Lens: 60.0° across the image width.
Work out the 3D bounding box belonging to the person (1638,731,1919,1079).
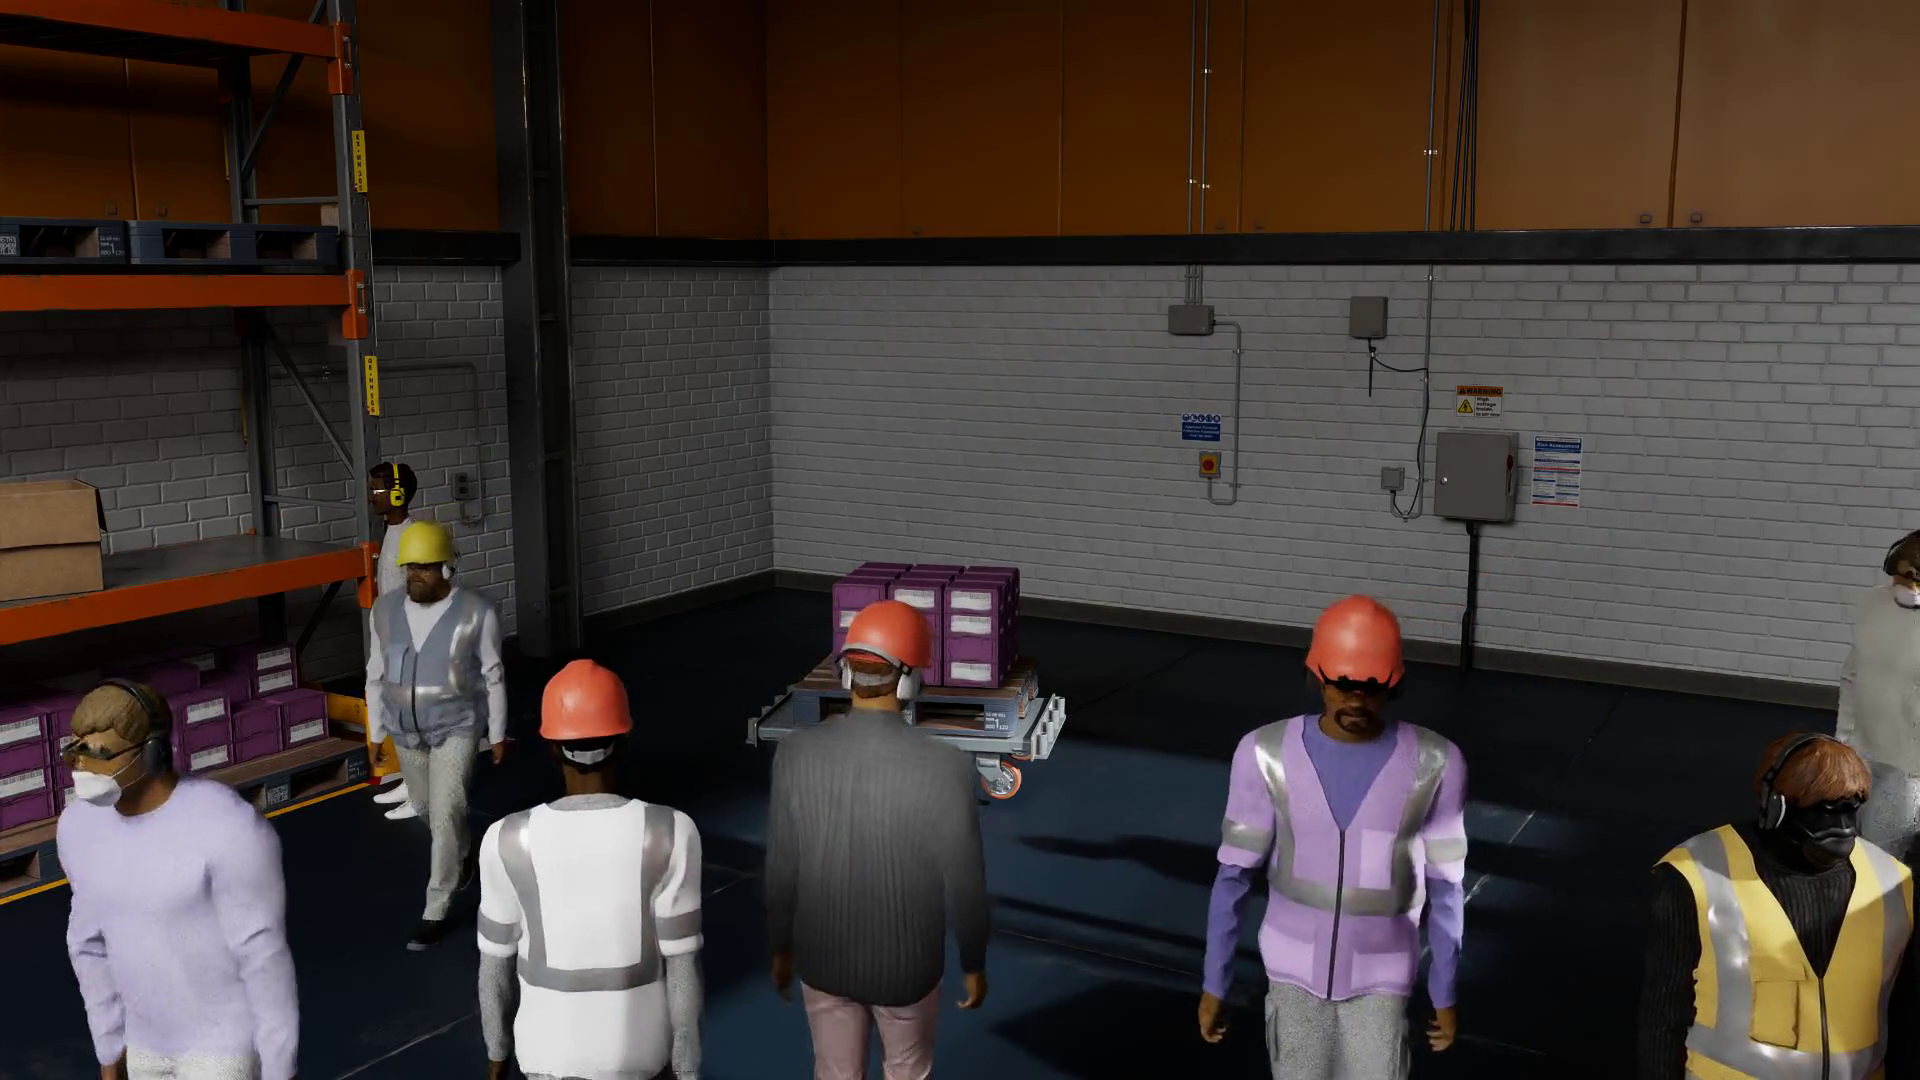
[{"bbox_3d":[1.864,1.326,3.802,0.626,1.836,0.428,0,9,1],"label":"person"}]

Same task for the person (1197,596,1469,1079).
[{"bbox_3d":[0.961,1.142,4.340,0.660,2.020,0.561,3,10,18],"label":"person"}]

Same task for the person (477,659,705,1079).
[{"bbox_3d":[-0.924,1.235,4.197,0.561,1.877,1.045,-1,9,-9],"label":"person"}]

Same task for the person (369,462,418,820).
[{"bbox_3d":[-2.927,0.519,8.717,0.329,1.872,0.508,-5,10,-27],"label":"person"}]

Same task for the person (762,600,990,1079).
[{"bbox_3d":[-0.223,1.136,4.626,0.661,1.955,0.658,3,10,17],"label":"person"}]

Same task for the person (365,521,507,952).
[{"bbox_3d":[-2.276,0.785,7.288,0.590,1.802,0.889,1,9,8],"label":"person"}]

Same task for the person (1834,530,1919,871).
[{"bbox_3d":[3.589,0.876,6.417,0.427,1.894,0.707,-2,9,-13],"label":"person"}]

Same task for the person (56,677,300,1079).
[{"bbox_3d":[-1.900,1.256,4.032,0.651,1.911,0.606,4,10,24],"label":"person"}]
